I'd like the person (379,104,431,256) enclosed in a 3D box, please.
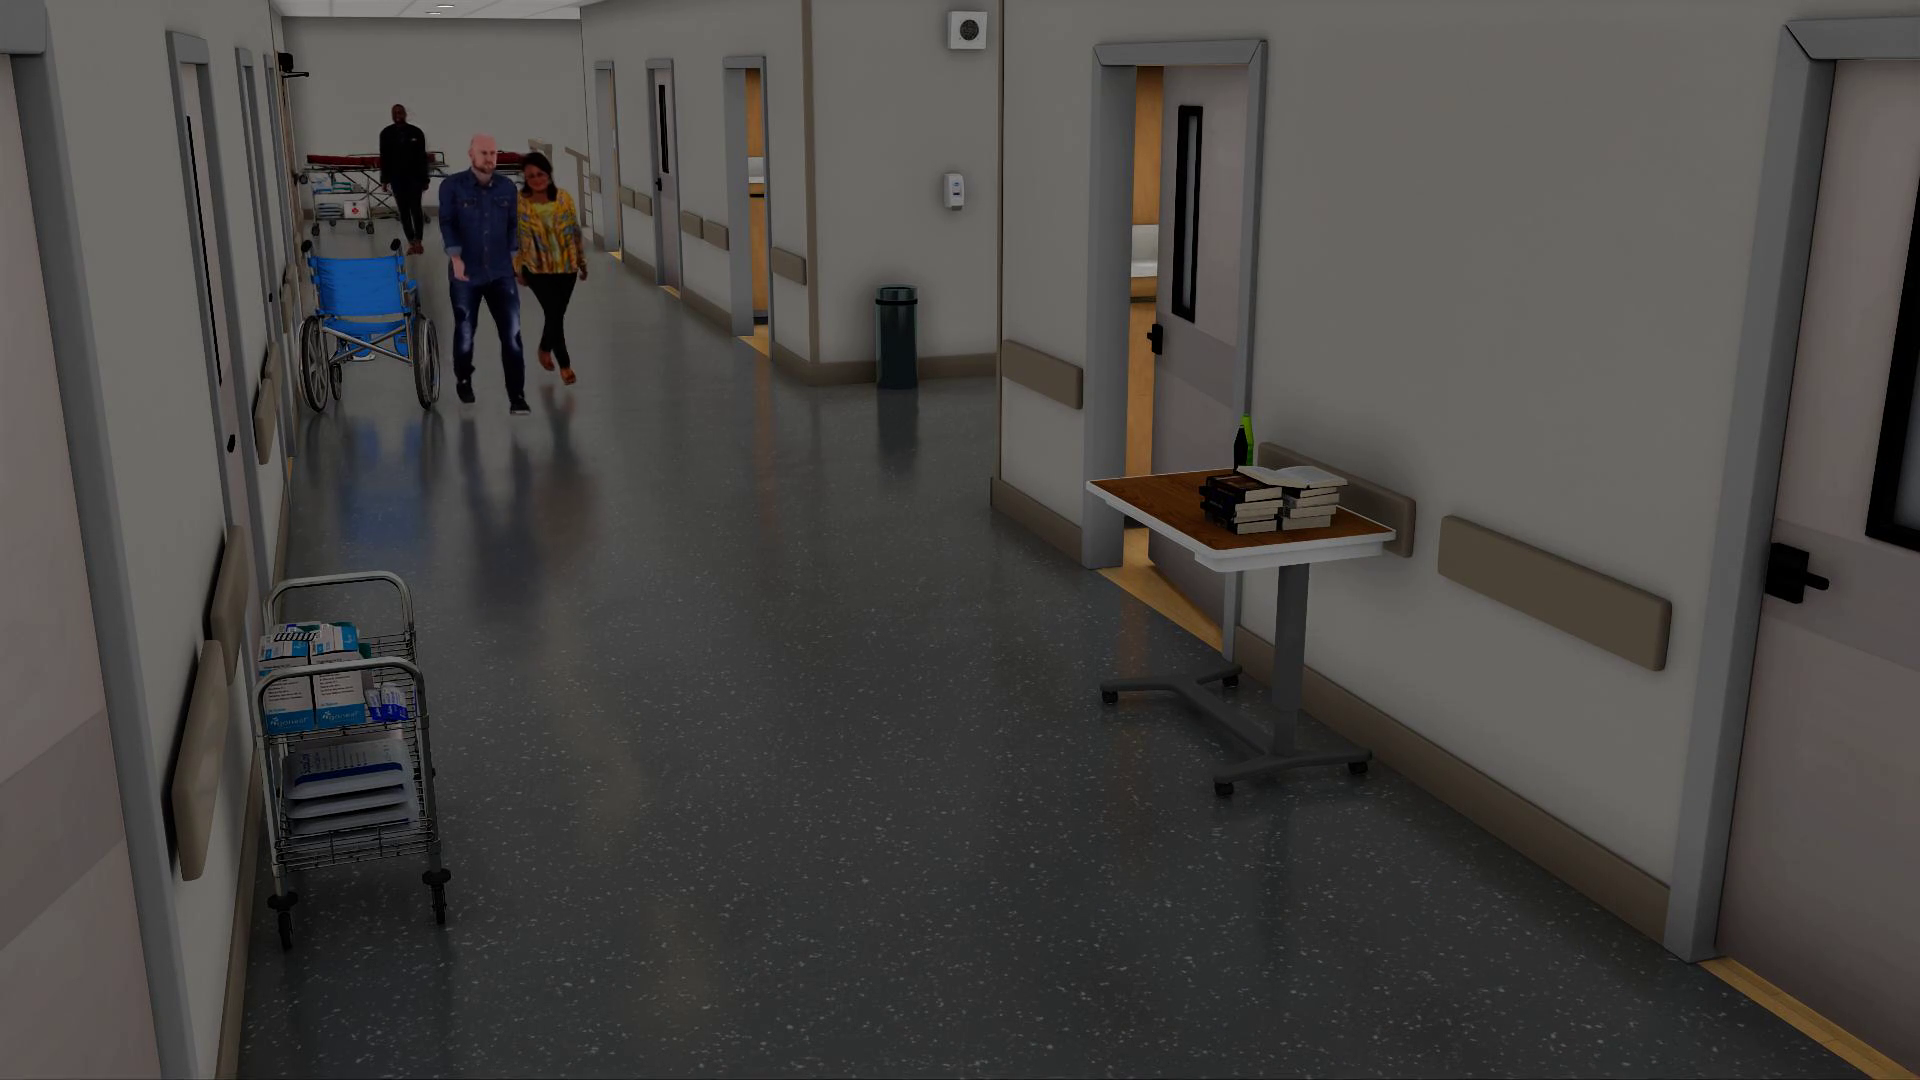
[{"bbox_3d":[-6.771,-4.406,20.395,0.792,1.803,0.789,-1,16,-5],"label":"person"}]

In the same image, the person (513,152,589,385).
[{"bbox_3d":[-2.981,-1.940,12.007,0.881,1.607,1.151,-11,19,-34],"label":"person"}]

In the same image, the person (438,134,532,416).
[{"bbox_3d":[-3.152,-1.698,10.841,0.789,1.774,1.248,-8,18,-26],"label":"person"}]
